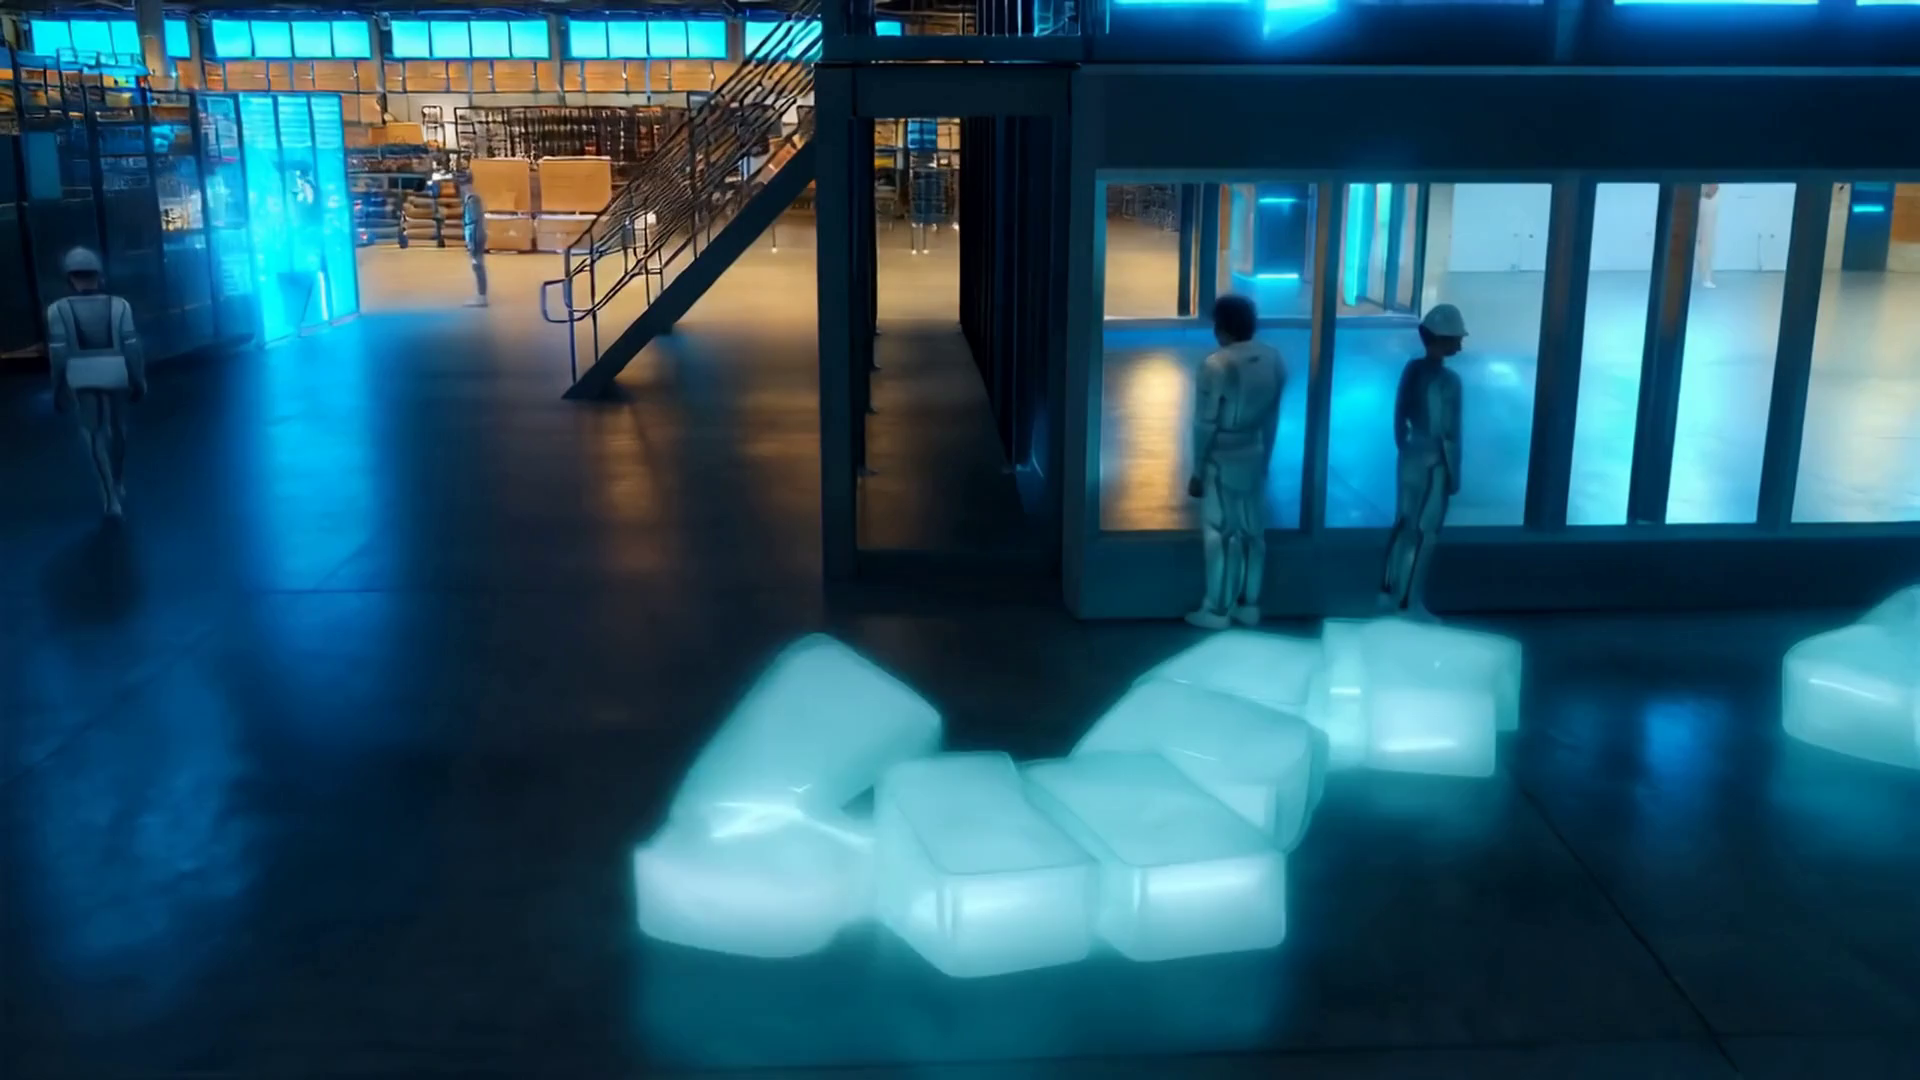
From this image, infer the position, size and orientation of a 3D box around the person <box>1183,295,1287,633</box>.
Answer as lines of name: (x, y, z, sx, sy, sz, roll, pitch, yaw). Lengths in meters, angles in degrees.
person: (1.476, -0.412, 9.091, 0.627, 1.843, 0.429, -12, 18, -39)

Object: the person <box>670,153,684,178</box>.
person: (-8.899, -11.278, 52.458, 0.532, 1.869, 0.311, -8, 16, -29)

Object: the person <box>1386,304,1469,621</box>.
person: (2.639, -0.432, 9.321, 0.318, 1.767, 0.534, -5, 15, -18)

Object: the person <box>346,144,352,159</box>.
person: (-29.760, -18.292, 80.636, 0.970, 1.789, 0.594, -5, 15, -19)

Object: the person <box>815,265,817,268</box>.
person: (-2.176, -5.868, 30.811, 1.035, 1.879, 0.553, -4, 15, -16)

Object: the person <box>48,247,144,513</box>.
person: (-6.227, -1.157, 12.005, 0.548, 1.879, 1.018, -10, 17, -34)

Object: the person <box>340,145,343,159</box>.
person: (-30.568, -18.747, 82.546, 0.326, 1.752, 0.561, 4, 15, 15)

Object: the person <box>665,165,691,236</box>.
person: (-7.036, -8.436, 41.356, 0.757, 1.737, 0.530, 2, 14, 9)

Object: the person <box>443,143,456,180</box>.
person: (-23.752, -17.500, 77.368, 0.662, 1.861, 1.005, -13, 19, -42)

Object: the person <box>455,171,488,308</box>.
person: (-7.386, -4.538, 25.179, 0.395, 2.039, 0.606, -2, 14, -7)

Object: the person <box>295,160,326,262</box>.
person: (-13.129, -6.677, 33.723, 0.537, 2.000, 0.674, 0, 14, -1)

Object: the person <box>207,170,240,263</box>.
person: (-13.393, -5.727, 30.159, 0.448, 1.922, 0.658, 6, 15, 21)

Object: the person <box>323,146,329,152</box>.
person: (-28.290, -16.726, 74.401, 0.929, 1.779, 0.617, -1, 14, -3)

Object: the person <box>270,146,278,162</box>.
person: (-27.418, -14.835, 66.626, 0.999, 1.897, 0.620, -5, 15, -20)

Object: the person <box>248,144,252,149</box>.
person: (-37.302, -19.956, 87.474, 0.852, 1.710, 0.498, 9, 17, 33)

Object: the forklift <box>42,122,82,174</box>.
forklift: (-37.745, -16.077, 69.588, 1.129, 2.768, 1.873, -1, 14, -2)

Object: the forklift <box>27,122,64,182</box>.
forklift: (-35.376, -14.773, 64.377, 1.129, 2.768, 1.873, -1, 14, -2)
